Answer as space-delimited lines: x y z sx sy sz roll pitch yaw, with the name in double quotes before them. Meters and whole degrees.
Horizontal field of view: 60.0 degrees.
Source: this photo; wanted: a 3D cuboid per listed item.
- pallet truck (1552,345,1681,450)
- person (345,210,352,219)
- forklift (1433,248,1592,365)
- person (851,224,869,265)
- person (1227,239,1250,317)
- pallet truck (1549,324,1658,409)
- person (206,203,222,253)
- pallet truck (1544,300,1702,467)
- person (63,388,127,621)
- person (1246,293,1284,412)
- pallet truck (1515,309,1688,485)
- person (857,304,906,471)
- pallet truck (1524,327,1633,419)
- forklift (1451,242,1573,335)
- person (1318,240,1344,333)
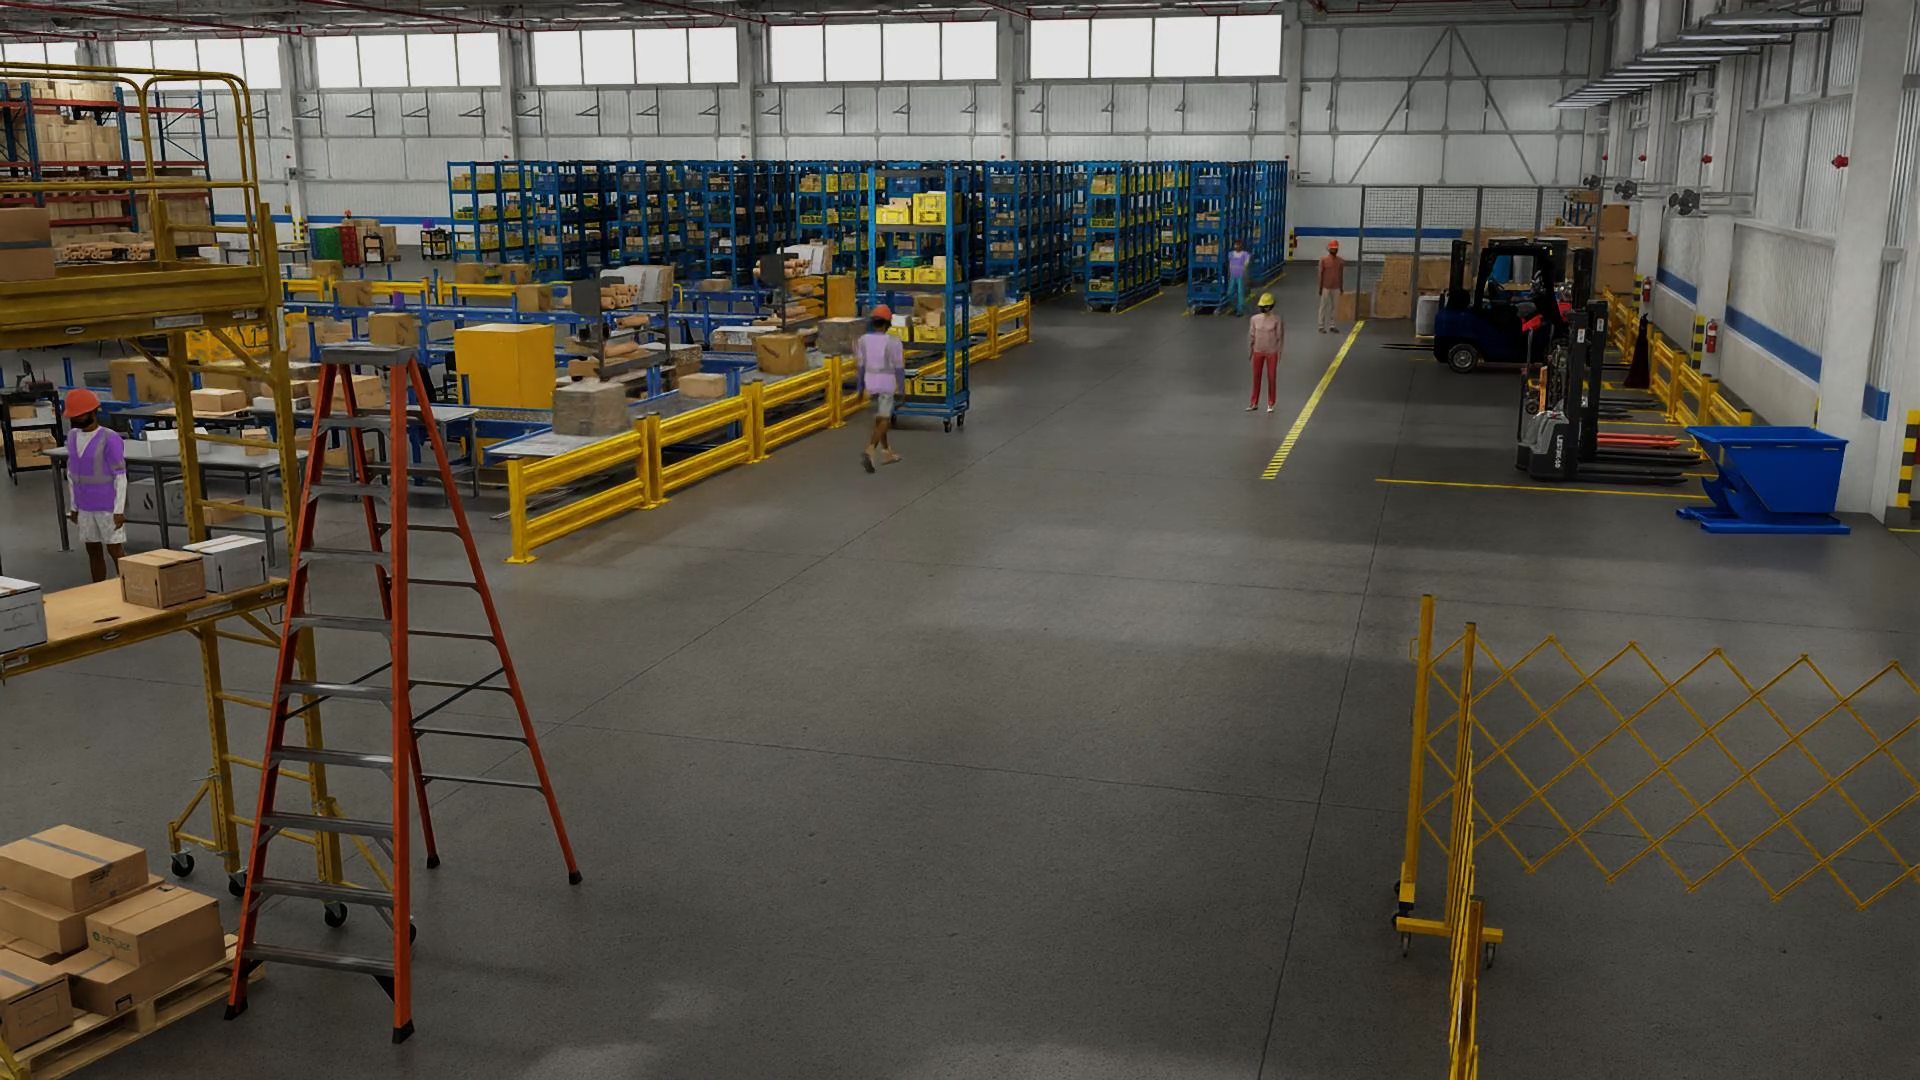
"pallet truck" 8.641 -1.896 21.908 1.630 1.274 0.653 4 14 16
"person" -22.836 -11.456 62.216 0.330 1.751 0.563 5 14 20
"forklift" 9.780 -4.111 29.280 2.680 1.987 1.157 3 13 14
"person" -2.994 -8.568 49.564 0.586 1.835 0.403 -4 14 -17
"person" 6.550 -6.179 39.241 0.588 1.826 0.501 10 16 36
"pallet truck" 9.824 -2.669 25.407 1.601 1.201 0.680 4 14 16
"person" -28.649 -11.881 63.631 0.997 1.944 0.629 4 14 15
"pallet truck" 8.263 -1.952 20.631 1.885 1.965 0.823 5 14 20
"person" -7.064 -0.287 13.592 0.542 1.930 0.367 4 14 17
"person" 4.541 -2.781 24.725 0.526 1.765 0.329 7 15 28
"pallet truck" 7.554 -1.677 19.446 1.885 1.965 0.823 3 13 14
"person" -0.992 -1.853 20.175 0.616 2.011 0.918 7 15 28
"pallet truck" 9.065 -2.460 24.370 1.522 1.261 0.704 3 13 14
"forklift" 10.464 -4.597 31.405 2.680 1.987 1.157 4 14 16
"person" 7.963 -5.442 35.712 0.612 1.995 0.376 -5 14 -19
